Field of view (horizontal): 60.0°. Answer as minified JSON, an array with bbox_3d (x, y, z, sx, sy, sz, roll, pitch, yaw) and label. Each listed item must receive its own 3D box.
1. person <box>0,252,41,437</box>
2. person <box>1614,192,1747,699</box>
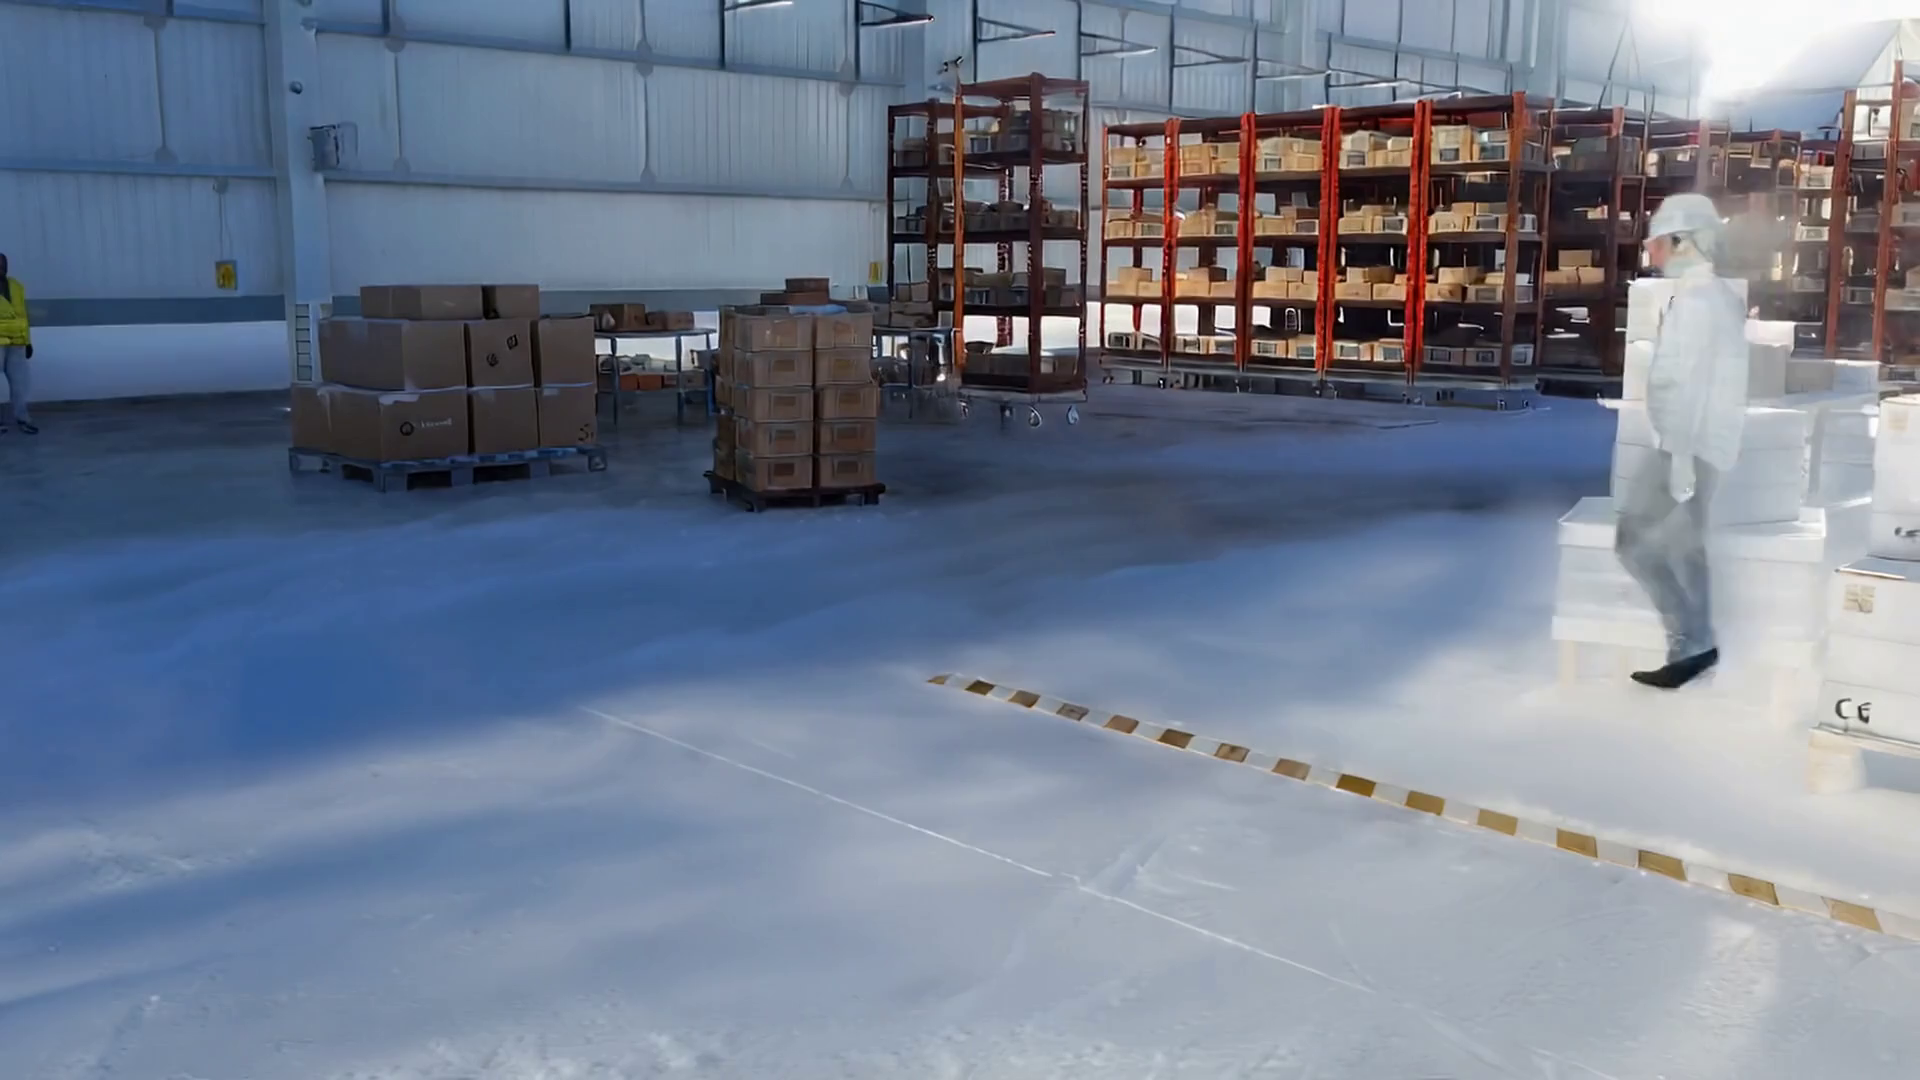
[{"bbox_3d":[-9.441,-1.927,16.373,0.429,1.831,0.631,4,10,25],"label":"person"},{"bbox_3d":[2.810,-0.356,6.483,0.456,1.965,0.635,6,11,33],"label":"person"}]
